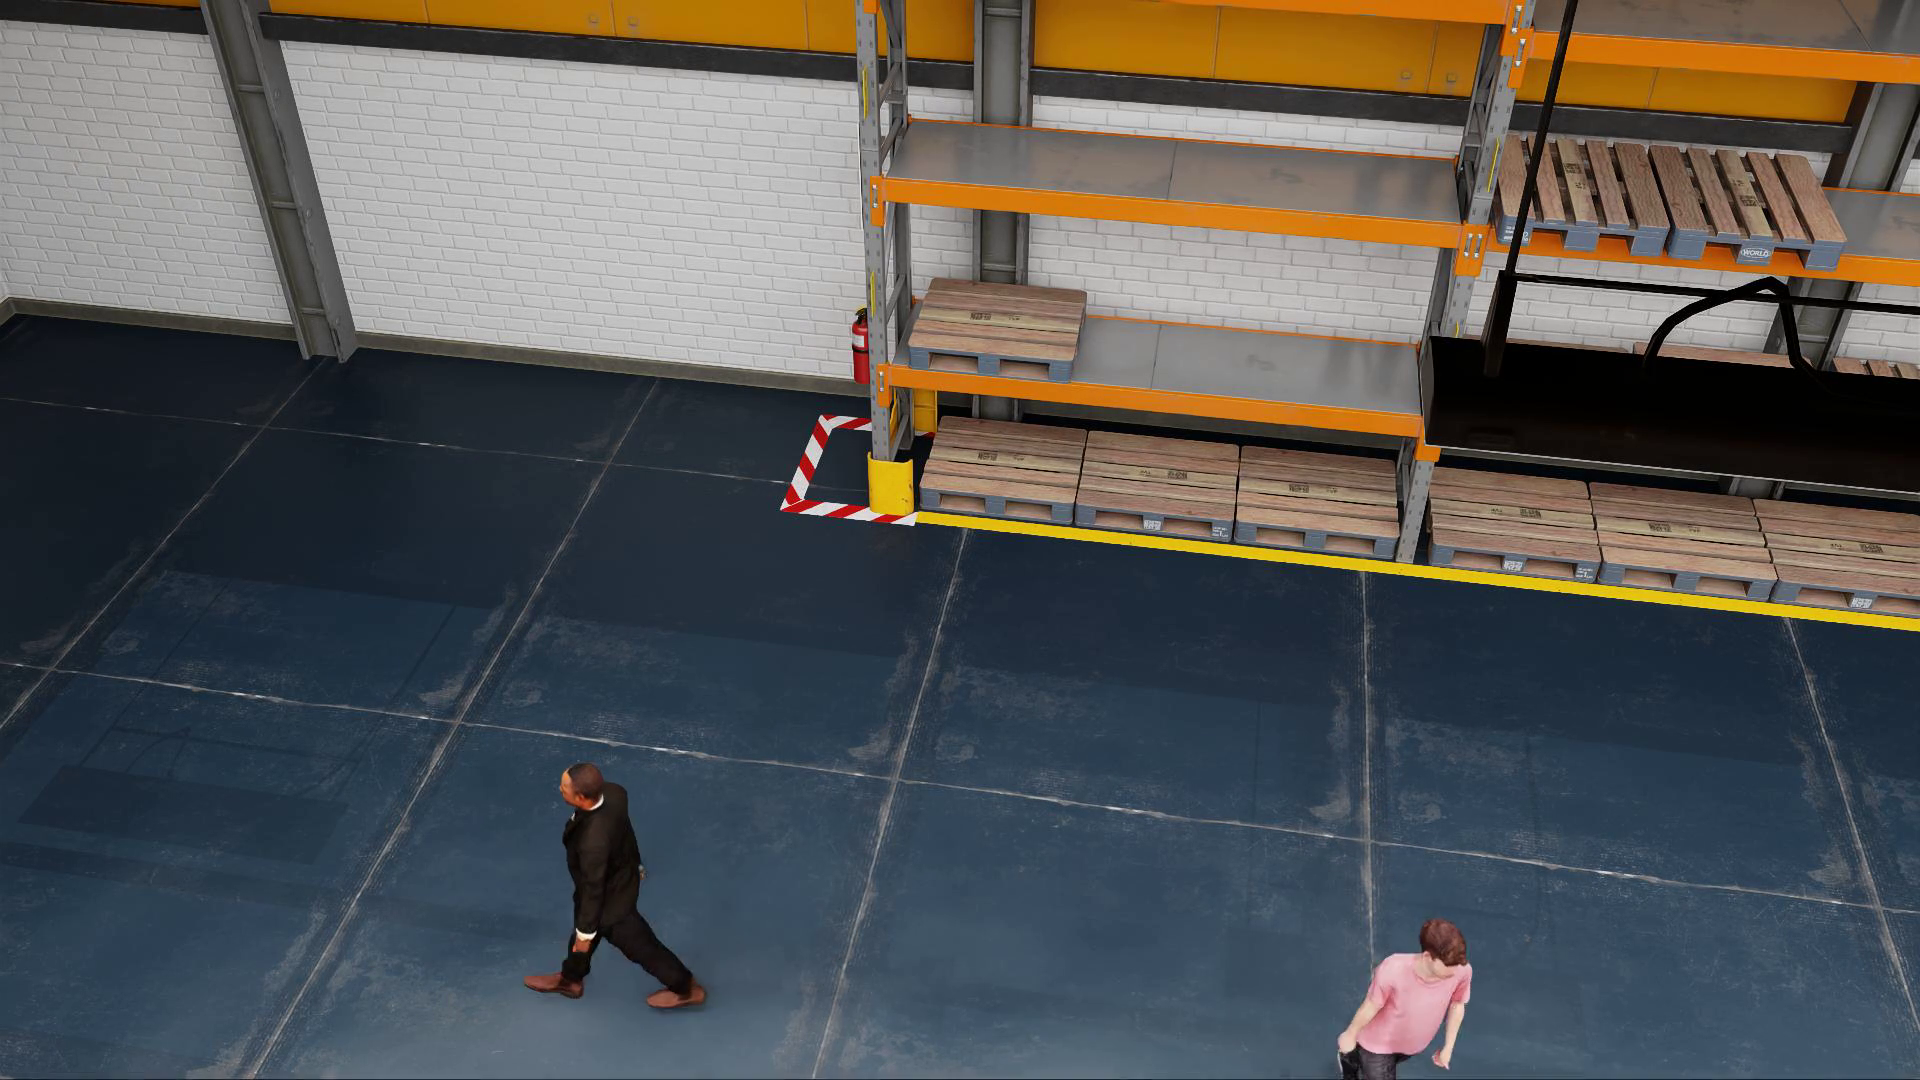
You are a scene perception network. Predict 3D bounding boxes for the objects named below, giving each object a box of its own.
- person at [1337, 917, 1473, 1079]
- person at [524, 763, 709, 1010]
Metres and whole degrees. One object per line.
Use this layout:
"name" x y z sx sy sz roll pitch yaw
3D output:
"person" 2.100 2.358 8.195 1.289 1.912 1.087 -6 39 -7
"person" -1.761 1.903 8.811 1.320 1.854 0.887 0 39 -1
